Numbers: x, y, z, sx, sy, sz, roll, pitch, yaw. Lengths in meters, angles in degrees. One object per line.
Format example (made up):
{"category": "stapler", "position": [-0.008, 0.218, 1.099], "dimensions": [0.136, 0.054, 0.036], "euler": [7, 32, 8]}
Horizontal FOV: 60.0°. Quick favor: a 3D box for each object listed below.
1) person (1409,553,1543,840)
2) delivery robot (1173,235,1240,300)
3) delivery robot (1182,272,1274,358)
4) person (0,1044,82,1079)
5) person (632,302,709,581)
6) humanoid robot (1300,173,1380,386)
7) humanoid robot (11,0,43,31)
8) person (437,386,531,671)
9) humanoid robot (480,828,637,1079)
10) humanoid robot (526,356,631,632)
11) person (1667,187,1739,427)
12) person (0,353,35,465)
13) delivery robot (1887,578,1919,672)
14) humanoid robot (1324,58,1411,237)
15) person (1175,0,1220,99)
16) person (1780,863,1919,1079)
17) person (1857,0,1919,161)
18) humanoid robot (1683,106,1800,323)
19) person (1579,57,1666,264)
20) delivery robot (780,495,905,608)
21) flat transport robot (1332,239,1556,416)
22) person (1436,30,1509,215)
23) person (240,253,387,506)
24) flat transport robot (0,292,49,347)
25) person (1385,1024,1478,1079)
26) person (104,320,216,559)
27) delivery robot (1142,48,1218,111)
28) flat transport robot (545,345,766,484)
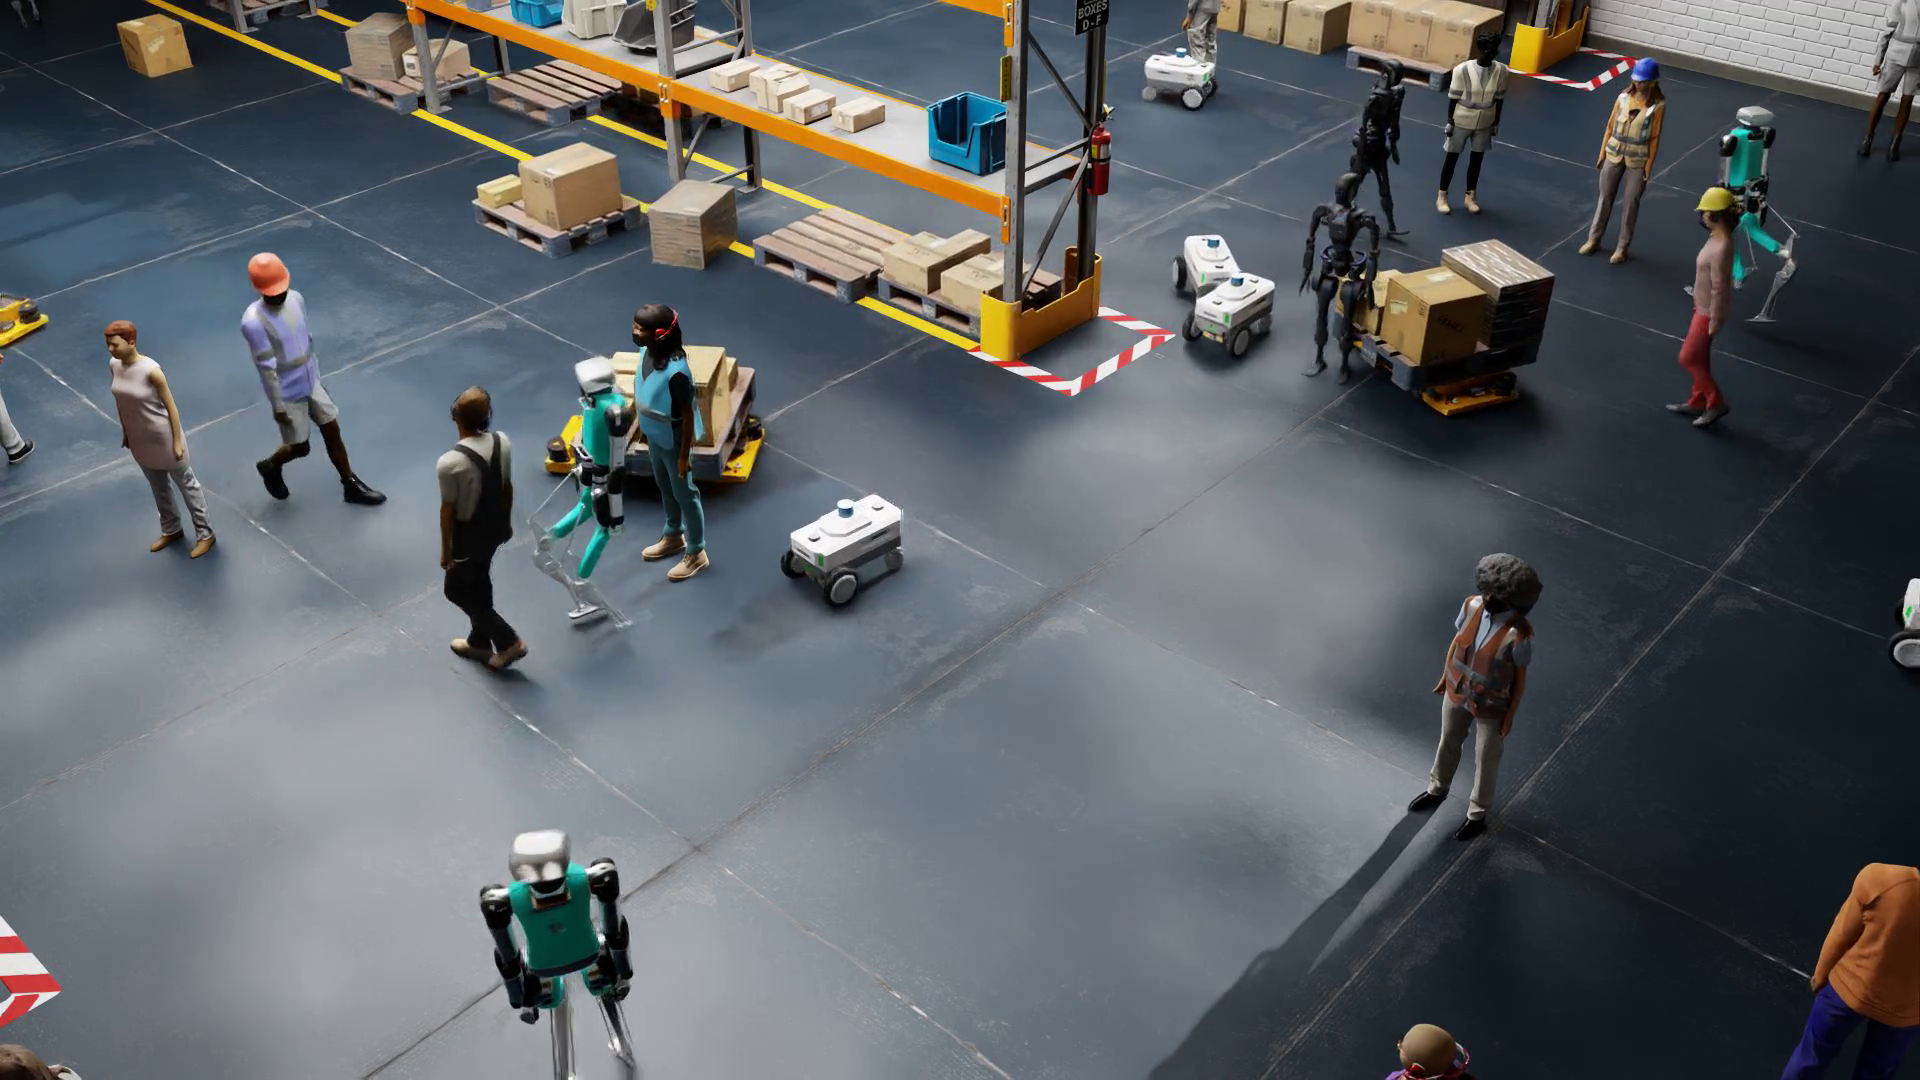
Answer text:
{"category": "person", "position": [2.625, 0.788, 8.416], "dimensions": [0.301, 1.687, 0.452], "euler": [-24, 41, -31]}
{"category": "delivery robot", "position": [2.078, -2.248, 13.827], "dimensions": [0.499, 0.608, 0.786], "euler": [-3, 35, -4]}
{"category": "delivery robot", "position": [2.168, -1.830, 13.202], "dimensions": [0.499, 0.586, 0.773], "euler": [27, 43, 33]}
{"category": "person", "position": [-3.257, 2.414, 6.084], "dimensions": [0.338, 1.661, 0.484], "euler": [2, 35, 3]}
{"category": "person", "position": [-1.800, -0.615, 10.296], "dimensions": [0.391, 1.866, 0.525], "euler": [-24, 41, -31]}
{"category": "humanoid robot", "position": [2.833, -1.954, 12.402], "dimensions": [0.609, 1.656, 0.315], "euler": [19, 39, 26]}
{"category": "humanoid robot", "position": [-11.187, -6.842, 19.488], "dimensions": [0.601, 1.647, 0.432], "euler": [-21, 40, -27]}
{"category": "person", "position": [-2.788, -0.051, 9.532], "dimensions": [0.496, 1.797, 0.546], "euler": [15, 37, 20]}
{"category": "humanoid robot", "position": [-1.672, 1.734, 7.020], "dimensions": [0.531, 1.787, 0.807], "euler": [-11, 36, -16]}
{"category": "humanoid robot", "position": [-2.277, -0.186, 9.809], "dimensions": [0.793, 1.792, 0.530], "euler": [-19, 39, -25]}
{"category": "person", "position": [5.366, -1.653, 11.916], "dimensions": [0.547, 1.725, 0.559], "euler": [13, 37, 18]}
{"category": "person", "position": [-6.875, -1.323, 11.353], "dimensions": [0.590, 1.830, 0.404], "euler": [-5, 35, -7]}
{"category": "delivery robot", "position": [5.926, 0.502, 9.825], "dimensions": [0.756, 0.587, 0.525], "euler": [18, 38, 24]}
{"category": "humanoid robot", "position": [3.643, -3.423, 14.573], "dimensions": [0.584, 1.613, 0.803], "euler": [-28, 43, -34]}
{"category": "person", "position": [2.551, -5.547, 17.413], "dimensions": [0.401, 1.899, 0.534], "euler": [28, 43, 34]}
{"category": "person", "position": [3.719, 1.811, 6.694], "dimensions": [0.518, 1.972, 0.405], "euler": [20, 39, 26]}
{"category": "person", "position": [9.148, -4.638, 16.077], "dimensions": [0.546, 1.924, 0.382], "euler": [14, 37, 19]}
{"category": "humanoid robot", "position": [6.314, -2.454, 13.113], "dimensions": [0.538, 1.733, 1.054], "euler": [-16, 38, -22]}
{"category": "person", "position": [5.680, -3.234, 14.171], "dimensions": [0.465, 1.776, 0.314], "euler": [27, 43, 33]}
{"category": "delivery robot", "position": [-0.727, 0.027, 10.522], "dimensions": [0.791, 0.598, 0.499], "euler": [-27, 43, -34]}
{"category": "flat transport robot", "position": [3.608, -1.414, 12.859], "dimensions": [0.659, 0.231, 1.431], "euler": [-14, 37, -19]}
{"category": "person", "position": [4.629, -3.769, 15.019], "dimensions": [0.531, 1.693, 0.319], "euler": [-2, 35, -3]}
{"category": "person", "position": [-4.357, -1.014, 10.837], "dimensions": [0.751, 1.906, 0.563], "euler": [10, 36, 13]}
{"category": "flat transport robot", "position": [-8.178, -1.817, 13.442], "dimensions": [1.431, 0.231, 0.659], "euler": [13, 37, 18]}
{"category": "person", "position": [1.626, 2.372, 6.119], "dimensions": [0.347, 1.694, 0.479], "euler": [23, 41, 29]}
{"category": "person", "position": [-5.090, -0.636, 10.503], "dimensions": [0.451, 1.661, 0.283], "euler": [10, 36, 15]}
{"category": "delivery robot", "position": [2.354, -4.907, 17.682], "dimensions": [0.805, 0.612, 0.499], "euler": [14, 37, 20]}
{"category": "flat transport robot", "position": [-2.152, -0.682, 11.798], "dimensions": [1.431, 0.231, 0.659], "euler": [4, 35, 5]}
